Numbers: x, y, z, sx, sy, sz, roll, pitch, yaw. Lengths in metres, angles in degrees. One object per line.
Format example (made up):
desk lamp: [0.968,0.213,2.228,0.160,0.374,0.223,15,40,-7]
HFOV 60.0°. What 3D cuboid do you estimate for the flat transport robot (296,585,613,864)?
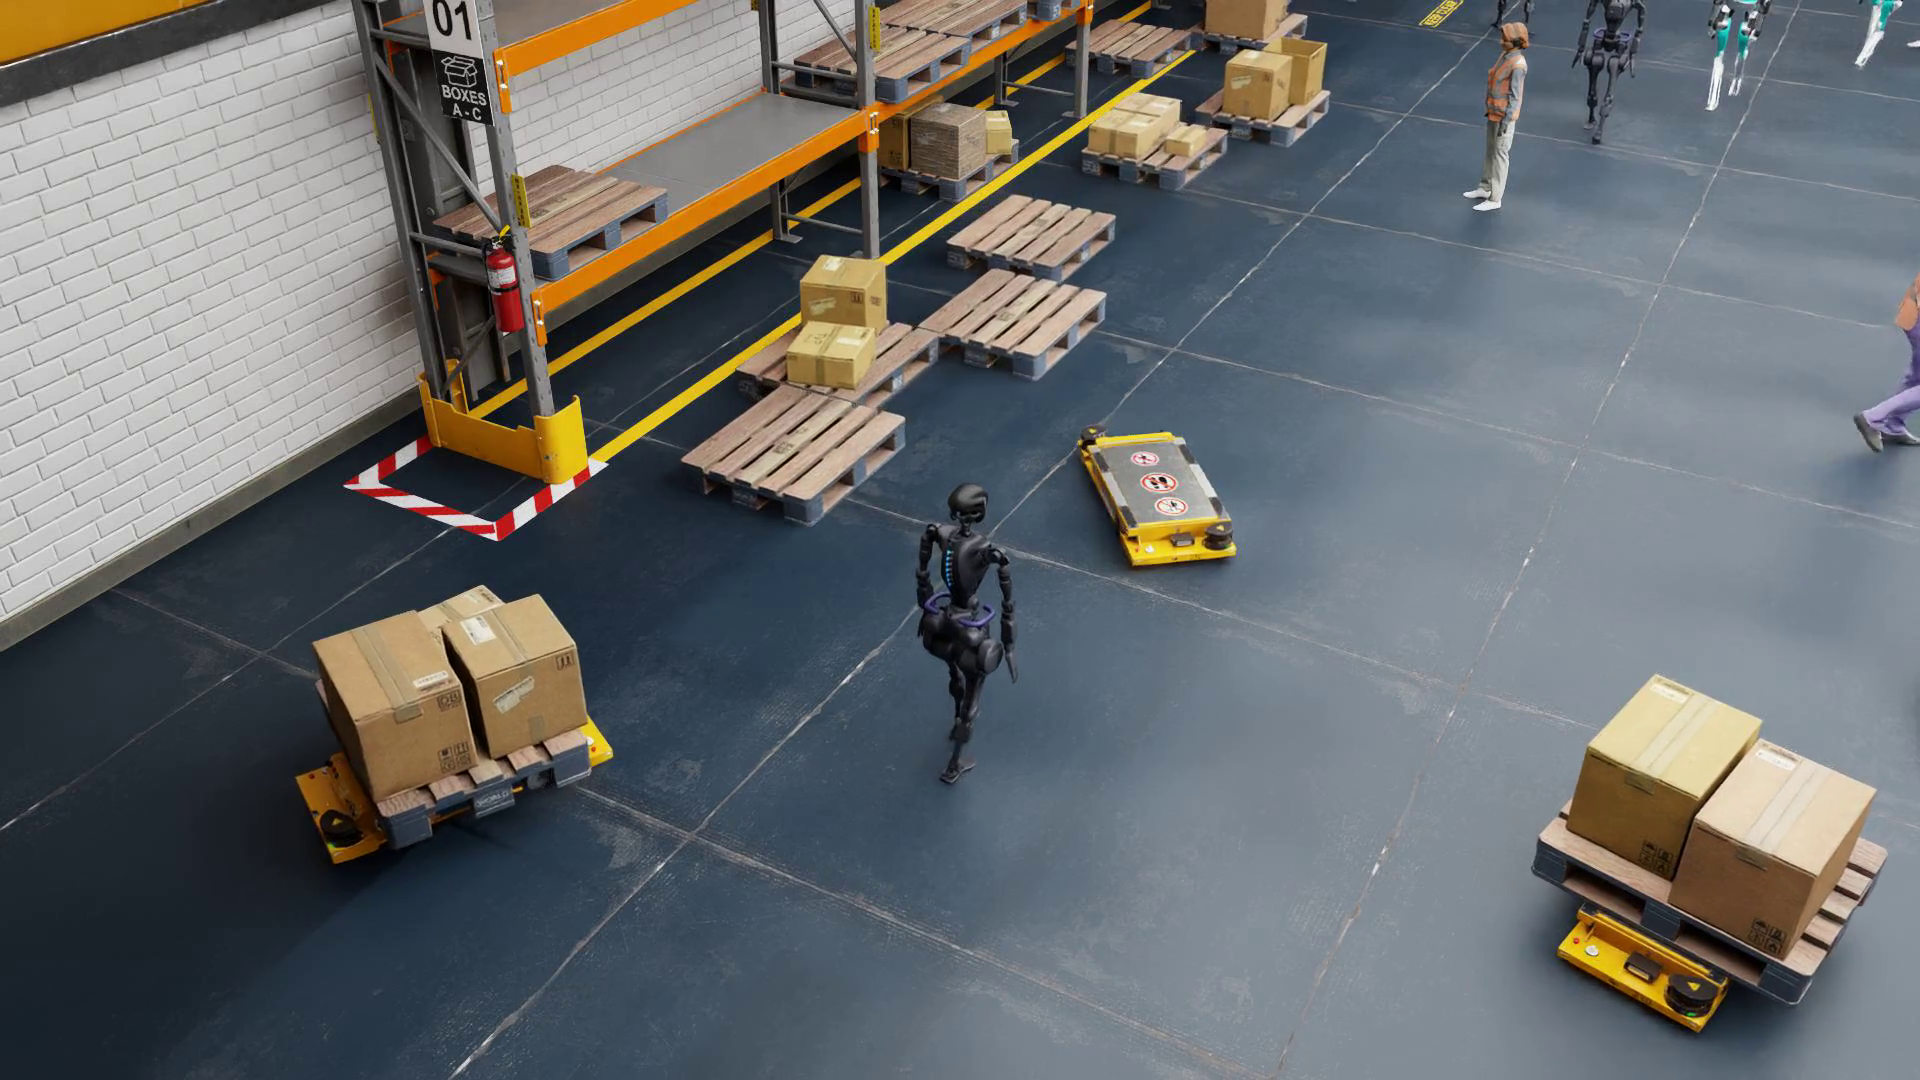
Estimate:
flat transport robot: [-2.564,1.125,8.447,1.431,0.231,0.659,-20,38,-27]

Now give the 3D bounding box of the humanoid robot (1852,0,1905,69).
humanoid robot: [9.865,-5.871,17.693,0.542,1.730,1.000,28,43,36]

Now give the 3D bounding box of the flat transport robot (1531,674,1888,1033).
flat transport robot: [3.396,1.639,7.669,0.659,0.231,1.431,27,42,35]

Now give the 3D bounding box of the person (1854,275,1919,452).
person: [6.306,-1.366,10.803,0.437,1.825,0.630,18,37,25]

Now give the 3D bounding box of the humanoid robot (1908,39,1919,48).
humanoid robot: [10.737,-6.160,18.214,0.802,1.850,0.534,23,40,30]

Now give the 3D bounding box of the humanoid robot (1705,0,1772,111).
humanoid robot: [7.903,-5.234,16.773,0.551,1.802,0.907,22,39,30]

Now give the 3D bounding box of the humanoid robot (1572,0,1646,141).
humanoid robot: [6.218,-4.683,15.987,0.610,1.626,0.746,19,38,26]

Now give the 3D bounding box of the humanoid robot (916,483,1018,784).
humanoid robot: [0.054,0.423,8.240,0.612,1.640,0.583,20,39,28]

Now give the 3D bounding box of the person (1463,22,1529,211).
person: [4.711,-3.689,14.486,0.306,1.638,0.510,0,33,1]

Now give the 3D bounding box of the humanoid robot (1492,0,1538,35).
humanoid robot: [6.373,-6.547,18.790,0.599,1.636,0.656,-6,34,-9]

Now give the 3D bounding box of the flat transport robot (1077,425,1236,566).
flat transport robot: [1.232,-0.316,10.626,0.659,0.231,1.431,-6,34,-9]
